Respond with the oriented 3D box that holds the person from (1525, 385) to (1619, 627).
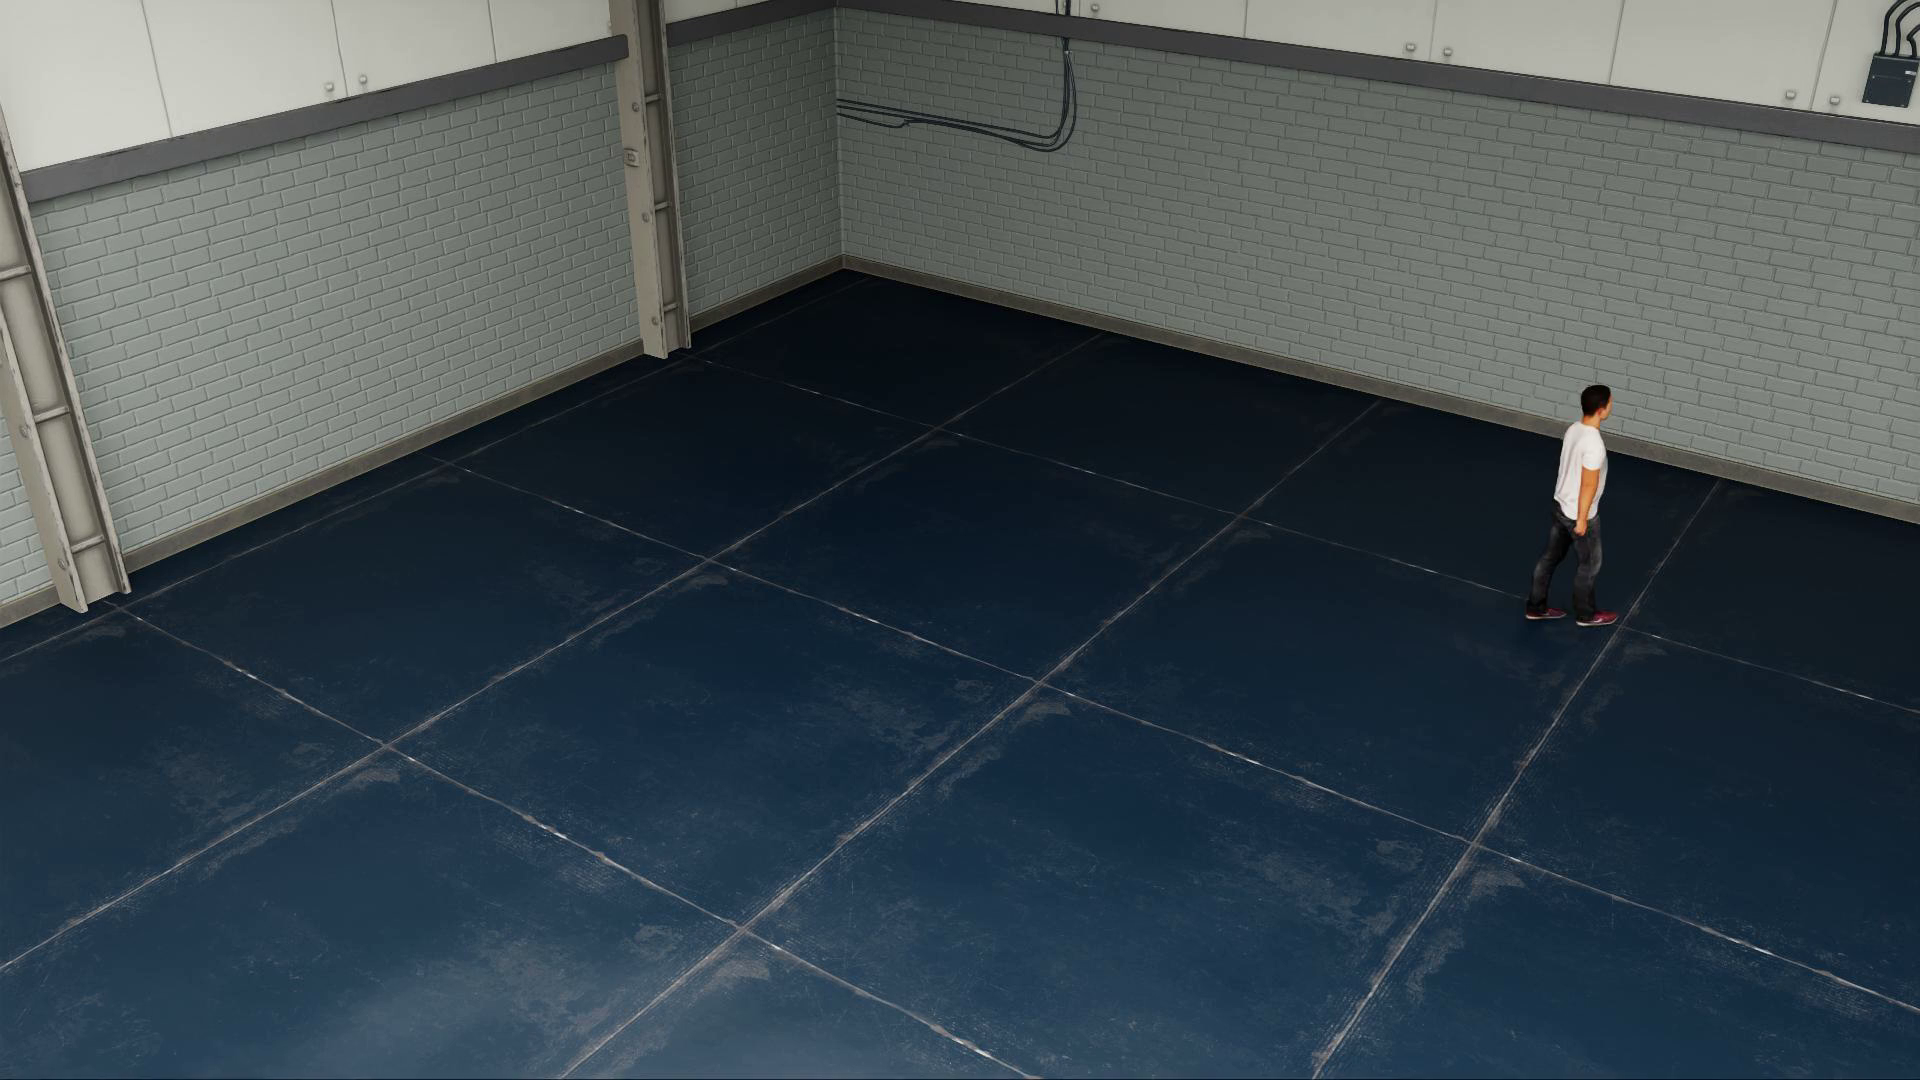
[{"bbox_3d":[4.177,-0.218,11.505,0.985,1.791,0.938,-2,28,-3],"label":"person"}]
